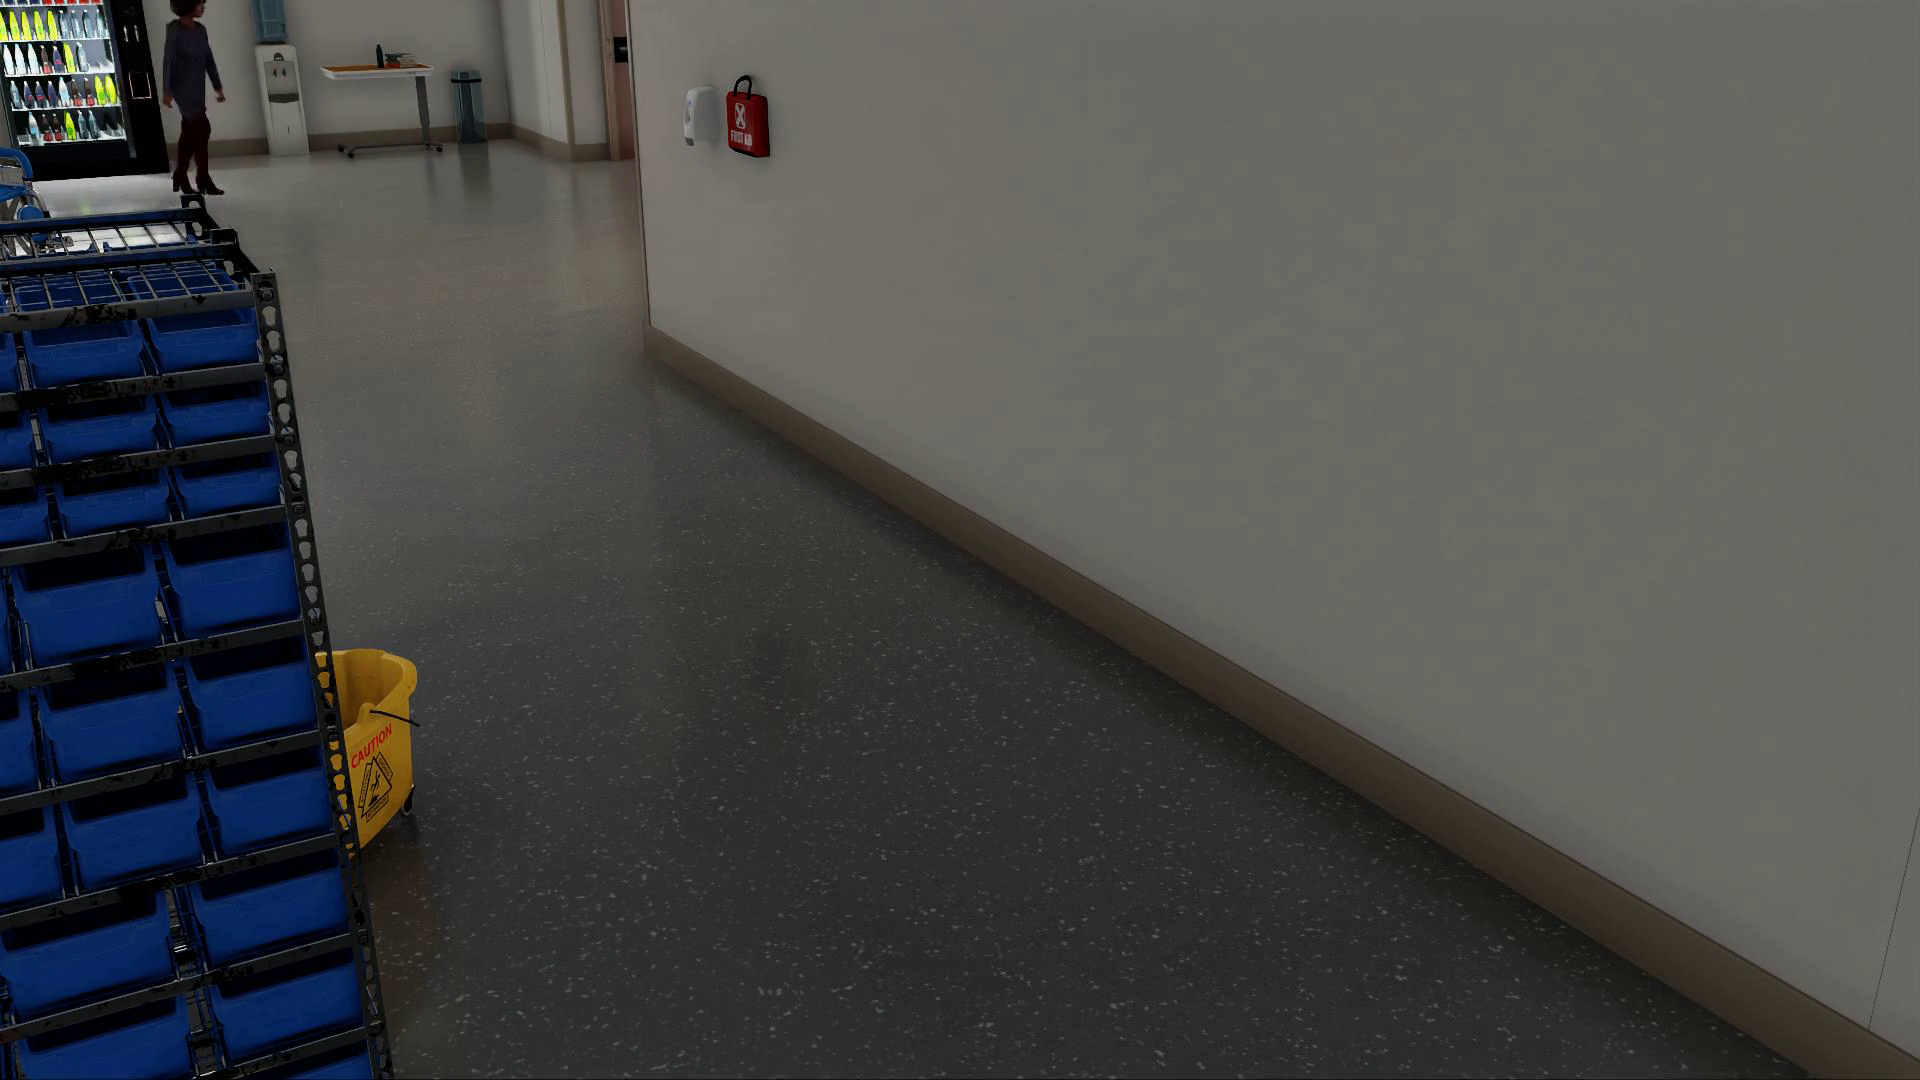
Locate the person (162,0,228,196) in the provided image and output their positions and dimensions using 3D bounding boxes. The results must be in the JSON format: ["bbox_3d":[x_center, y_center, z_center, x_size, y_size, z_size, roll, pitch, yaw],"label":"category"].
[{"bbox_3d":[-6.370,-3.649,13.581,0.901,1.686,0.834,7,22,18],"label":"person"}]
